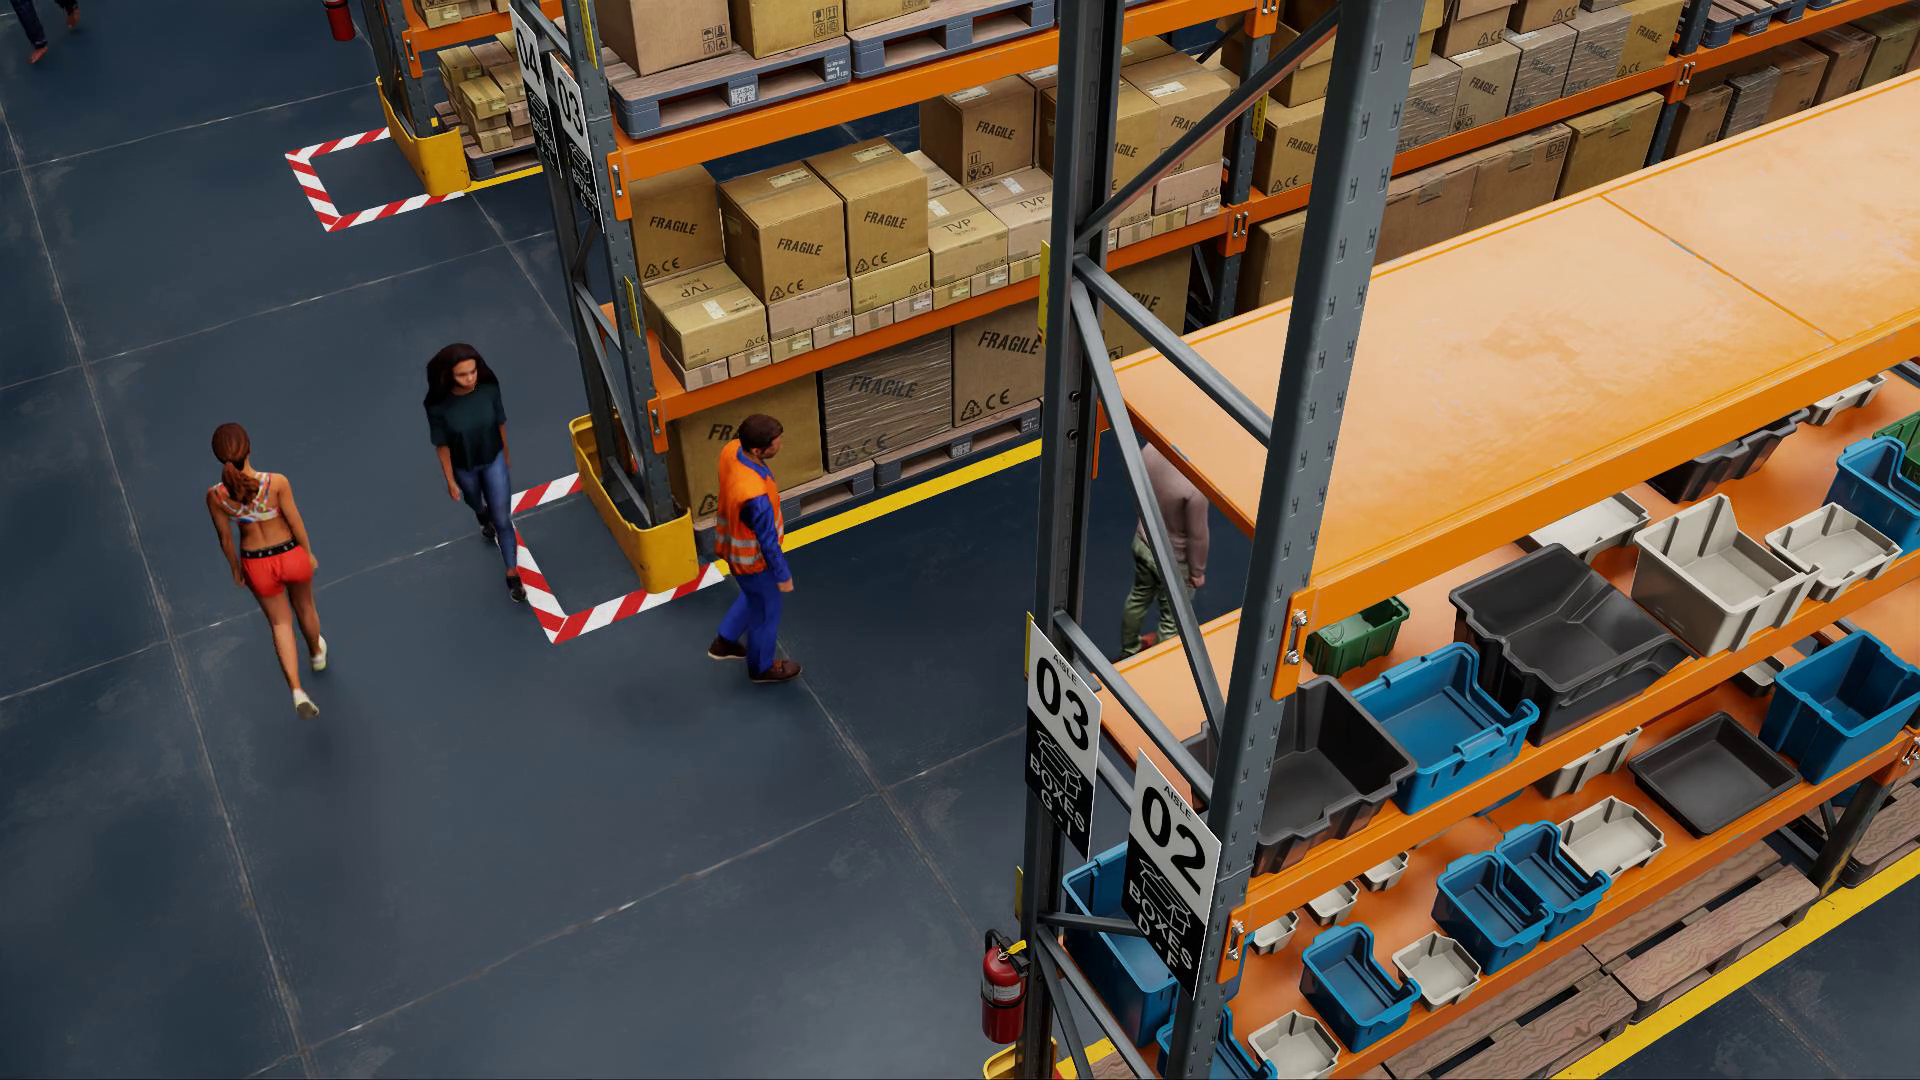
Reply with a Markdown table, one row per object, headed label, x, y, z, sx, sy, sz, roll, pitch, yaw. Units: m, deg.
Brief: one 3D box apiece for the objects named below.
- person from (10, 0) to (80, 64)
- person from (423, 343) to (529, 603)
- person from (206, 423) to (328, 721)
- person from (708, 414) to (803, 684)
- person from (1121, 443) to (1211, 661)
| label | x | y | z | sx | sy | sz | roll | pitch | yaw |
| --- | --- | --- | --- | --- | --- | --- | --- | --- | --- |
| person | -8.044 | -5.113 | 14.275 | 1.169 | 1.790 | 1.093 | 0 | 43 | 0 |
| person | -2.772 | -0.475 | 9.467 | 1.042 | 1.574 | 0.707 | -18 | 46 | -18 |
| person | -3.543 | 0.184 | 8.615 | 1.000 | 1.773 | 0.769 | -12 | 44 | -13 |
| person | -1.143 | 0.096 | 8.665 | 0.825 | 1.834 | 0.813 | -12 | 44 | -12 |
| person | 1.073 | 0.065 | 8.674 | 0.583 | 1.867 | 0.670 | -24 | 48 | -24 |
